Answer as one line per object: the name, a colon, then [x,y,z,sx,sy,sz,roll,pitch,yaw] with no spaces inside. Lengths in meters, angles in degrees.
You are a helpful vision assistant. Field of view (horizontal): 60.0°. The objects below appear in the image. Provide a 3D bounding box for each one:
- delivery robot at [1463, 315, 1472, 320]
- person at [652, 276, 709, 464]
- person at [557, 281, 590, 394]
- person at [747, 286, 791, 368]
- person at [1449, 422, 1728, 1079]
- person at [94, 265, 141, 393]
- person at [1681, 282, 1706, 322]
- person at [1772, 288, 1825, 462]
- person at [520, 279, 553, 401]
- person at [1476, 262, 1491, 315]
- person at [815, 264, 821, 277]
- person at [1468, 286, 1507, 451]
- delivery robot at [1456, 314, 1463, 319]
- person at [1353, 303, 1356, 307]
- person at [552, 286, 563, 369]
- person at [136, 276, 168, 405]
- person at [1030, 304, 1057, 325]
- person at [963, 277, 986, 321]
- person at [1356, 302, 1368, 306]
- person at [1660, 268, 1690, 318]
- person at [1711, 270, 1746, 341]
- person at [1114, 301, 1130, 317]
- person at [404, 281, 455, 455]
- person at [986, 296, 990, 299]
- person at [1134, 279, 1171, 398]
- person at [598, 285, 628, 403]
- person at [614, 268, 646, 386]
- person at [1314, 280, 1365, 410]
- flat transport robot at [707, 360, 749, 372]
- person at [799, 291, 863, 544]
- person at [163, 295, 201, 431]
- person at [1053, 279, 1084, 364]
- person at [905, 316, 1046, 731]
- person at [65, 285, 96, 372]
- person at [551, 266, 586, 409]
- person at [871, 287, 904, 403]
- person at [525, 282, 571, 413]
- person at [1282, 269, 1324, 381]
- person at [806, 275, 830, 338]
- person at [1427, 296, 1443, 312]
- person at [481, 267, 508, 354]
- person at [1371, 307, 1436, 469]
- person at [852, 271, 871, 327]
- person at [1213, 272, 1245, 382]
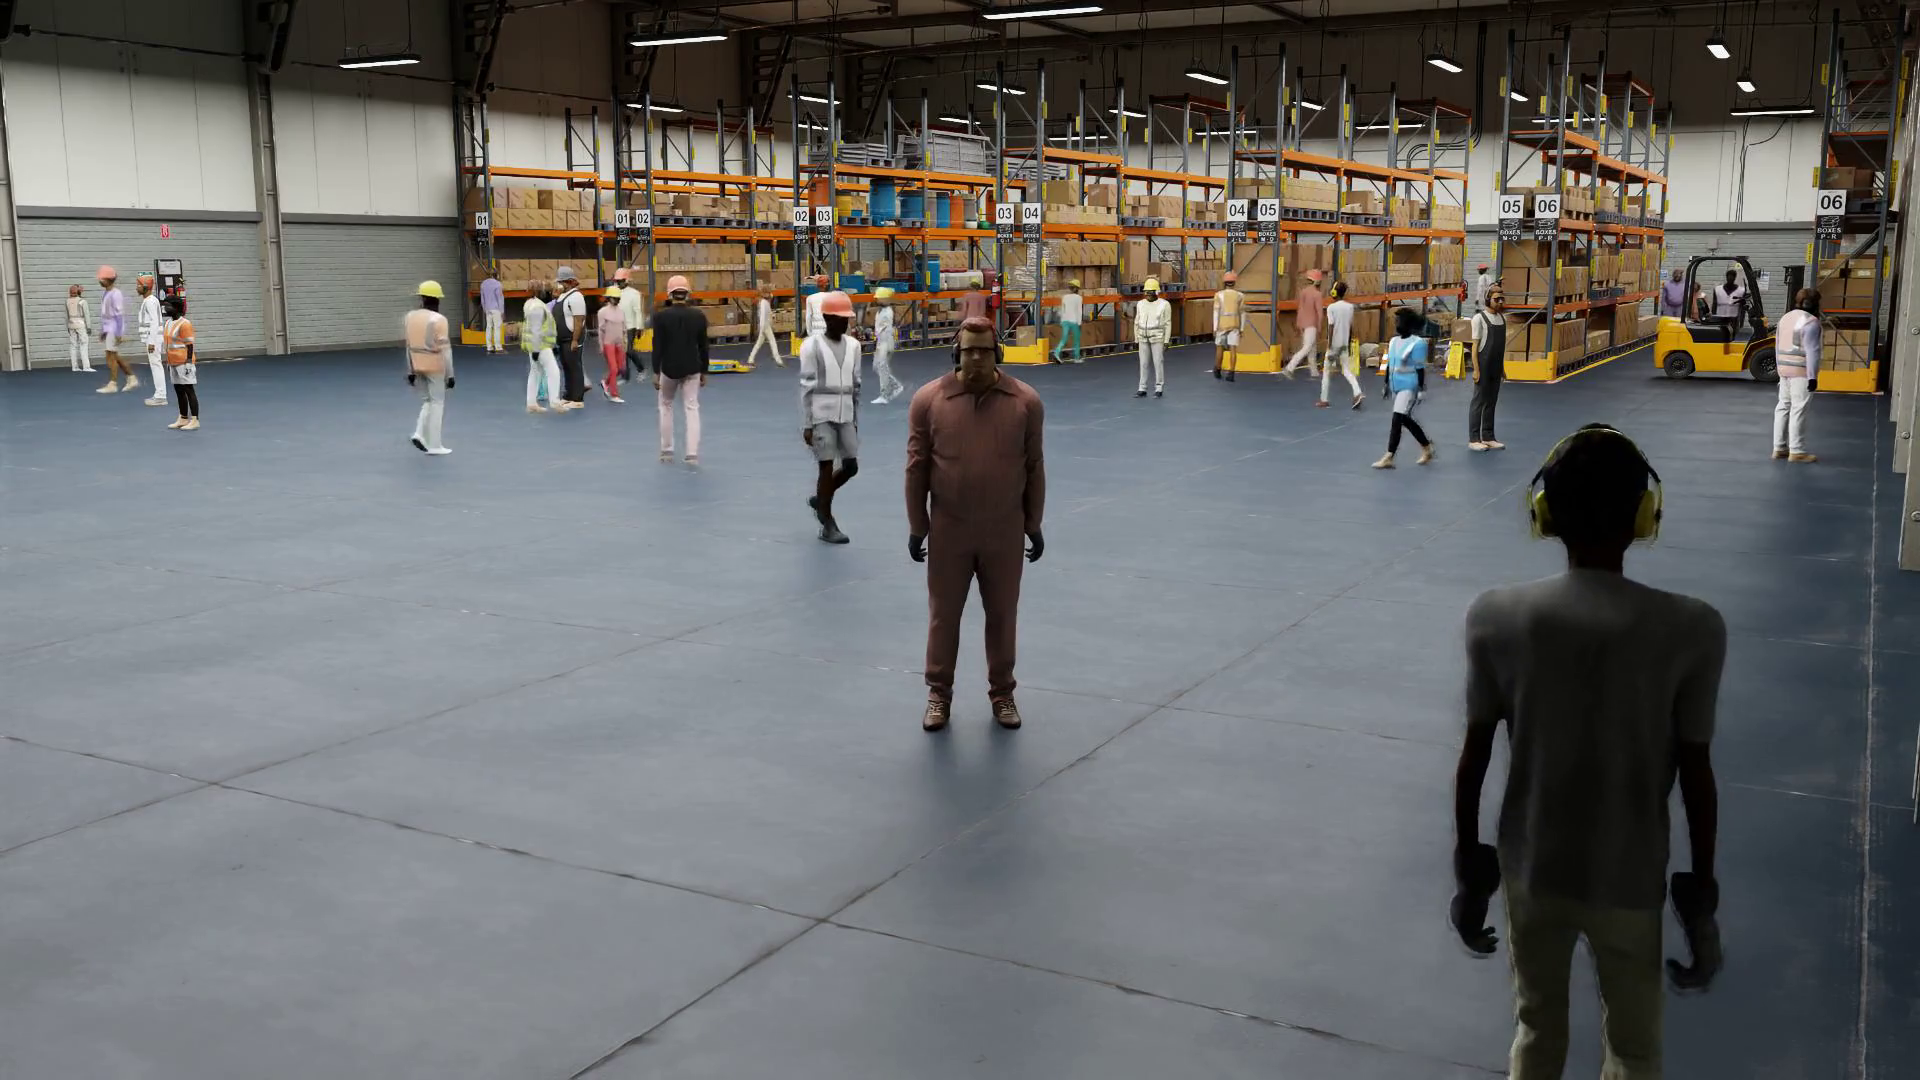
delivery robot: [13.875,-5.926,45.602,0.707,0.478,0.477,-1,10,-6]
person: [-2.972,-1.794,17.561,0.647,1.958,0.822,-5,11,-26]
person: [-6.066,-3.180,25.960,0.472,1.883,0.683,-1,10,-8]
person: [-3.780,-4.150,32.452,0.850,1.587,0.514,-1,10,-5]
person: [1.231,0.698,3.316,0.538,1.851,0.535,6,12,33]
person: [-13.508,-3.349,26.547,0.599,2.057,0.618,-8,12,-38]
person: [16.306,-4.941,37.025,0.545,1.595,0.824,6,12,33]
person: [8.934,-1.753,17.695,0.429,1.840,0.627,-1,10,-5]
person: [-6.336,-2.992,25.002,0.459,1.824,0.562,4,10,21]
person: [14.849,-6.822,46.894,0.927,2.002,0.668,7,12,35]
person: [-4.019,-6.933,47.644,0.610,1.964,0.365,9,13,42]
person: [5.945,-1.924,18.675,0.506,1.846,0.345,-6,12,-33]
delivery robot: [13.863,-6.023,46.173,0.477,0.478,0.707,-3,10,-18]
person: [9.916,-6.099,43.088,0.660,1.862,0.994,6,11,32]
person: [-7.789,-4.040,31.716,0.506,1.617,0.610,5,11,25]
person: [-11.836,-2.914,24.357,0.338,1.882,0.583,-5,11,-25]
person: [1.888,-5.221,37.736,0.630,1.933,0.356,0,10,-2]
person: [0.297,-4.682,35.112,0.533,1.745,0.533,3,10,17]
person: [11.602,-6.960,48.220,0.946,1.821,0.541,2,10,11]
person: [16.881,-5.460,39.269,0.680,1.872,0.864,6,11,29]
person: [15.127,-4.356,32.796,0.626,1.888,0.841,5,11,28]
person: [4.616,-6.859,47.393,0.549,1.910,0.756,4,10,20]
person: [-5.777,-1.876,18.204,0.607,1.908,0.419,5,11,28]
person: [0.954,-7.419,51.528,0.507,1.618,0.523,2,10,14]
person: [2.933,-3.081,25.490,0.601,1.830,0.403,6,11,31]
person: [-5.211,-2.922,24.805,0.580,1.751,0.534,8,12,39]
person: [-5.626,-3.582,27.999,0.632,1.982,0.488,6,11,31]
person: [5.431,-2.762,23.656,0.524,1.836,0.911,-5,11,-26]
flat transport robot: [-4.718,-3.227,30.906,1.431,0.197,0.652,-6,12,-33]
person: [-1.007,-0.940,12.711,0.557,1.923,0.580,-7,12,-37]
person: [-9.756,-2.213,20.798,0.539,1.695,0.318,7,12,37]
person: [2.196,-4.398,33.516,0.542,1.724,0.805,8,12,38]
person: [0.075,-0.068,7.636,0.652,1.904,0.402,-1,10,-4]
person: [-16.557,-3.969,31.249,0.522,1.638,0.311,3,10,15]
person: [-5.643,-2.903,23.839,0.538,2.000,0.682,-6,11,-30]
person: [-1.091,-2.885,24.657,0.456,1.730,0.485,-4,10,-22]
person: [-5.708,-2.655,23.056,0.745,1.814,0.656,-3,10,-16]
person: [6.011,-3.724,28.908,0.928,1.964,0.631,-4,10,-21]
person: [-2.133,-3.205,26.068,0.574,1.883,0.360,4,11,24]
person: [13.678,-6.966,47.952,0.647,1.918,0.544,7,12,36]
person: [-10.345,-5.087,36.919,0.638,1.938,0.356,6,11,32]
person: [4.628,-1.572,17.150,0.825,1.664,0.536,-4,10,-20]
person: [-2.560,-5.701,40.939,0.599,1.793,0.885,4,10,22]
person: [4.686,-3.737,29.147,0.570,1.886,0.996,-1,10,-3]
